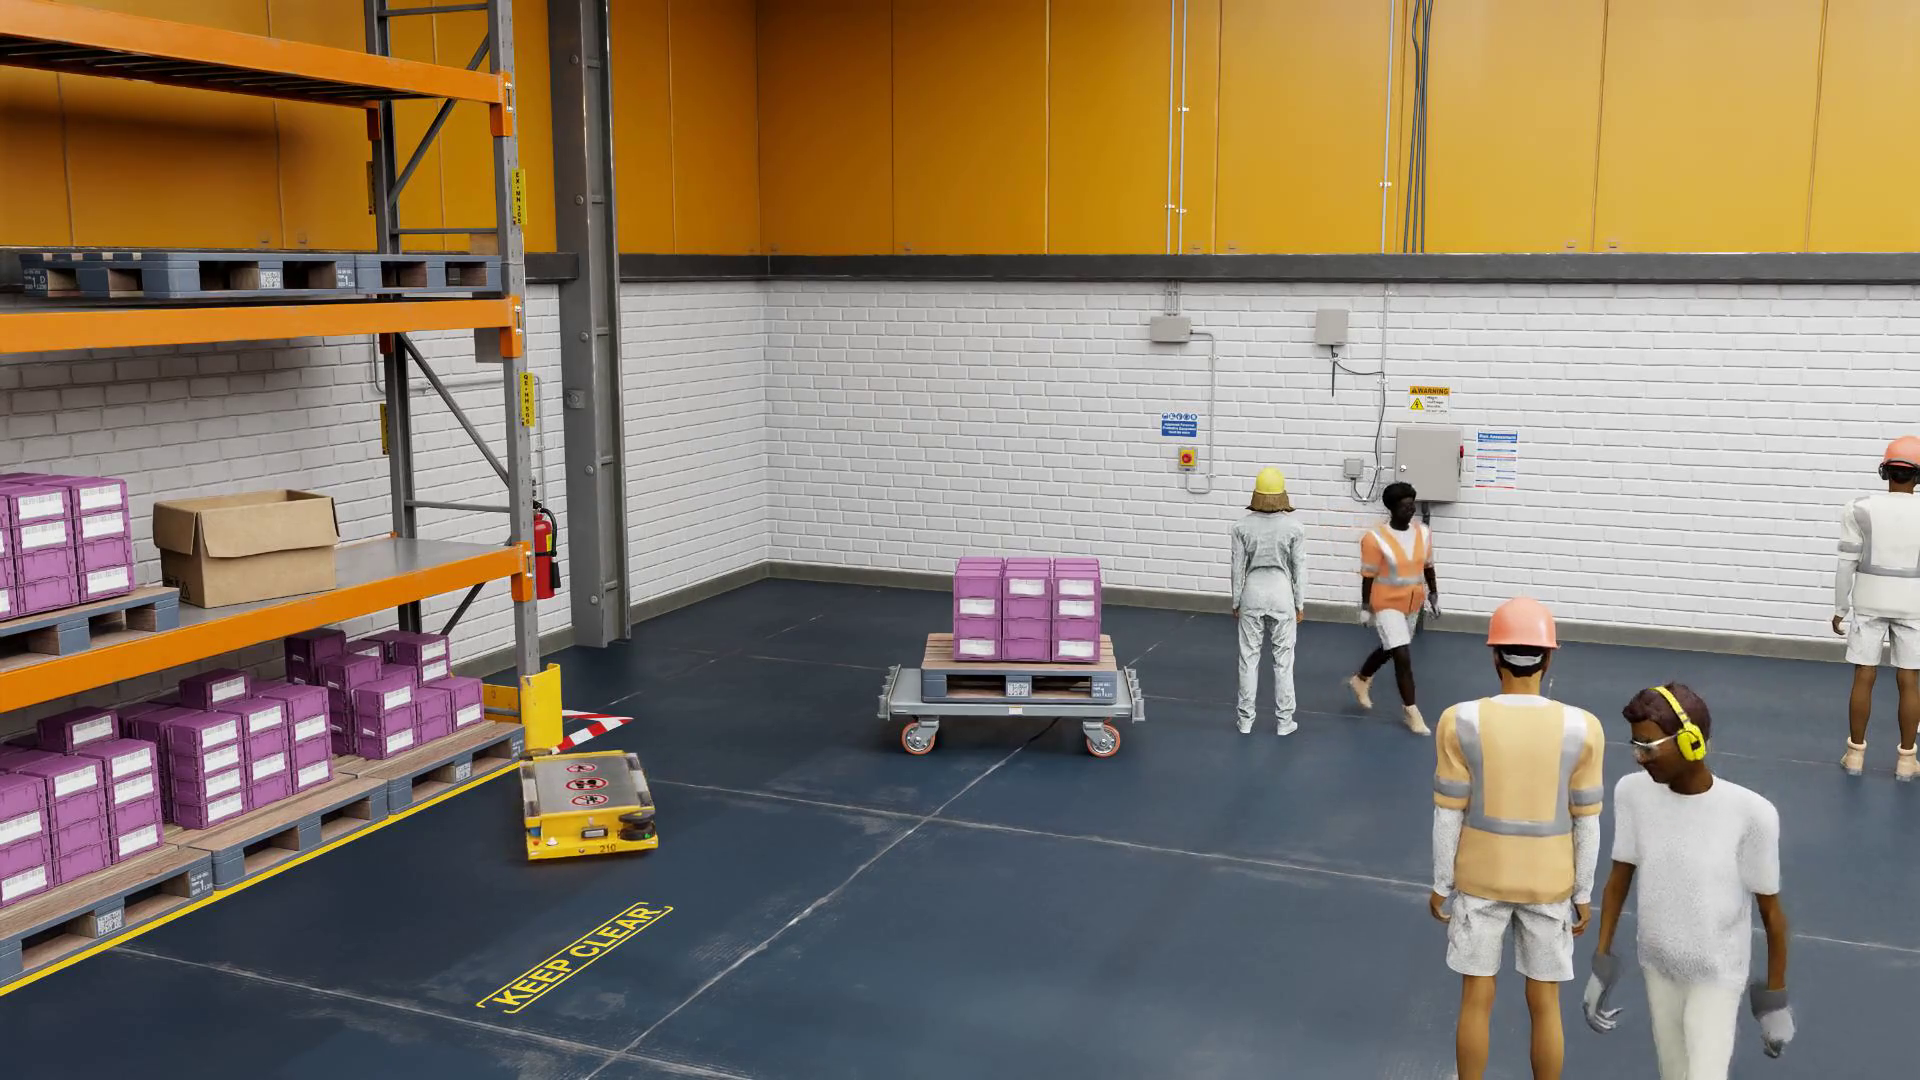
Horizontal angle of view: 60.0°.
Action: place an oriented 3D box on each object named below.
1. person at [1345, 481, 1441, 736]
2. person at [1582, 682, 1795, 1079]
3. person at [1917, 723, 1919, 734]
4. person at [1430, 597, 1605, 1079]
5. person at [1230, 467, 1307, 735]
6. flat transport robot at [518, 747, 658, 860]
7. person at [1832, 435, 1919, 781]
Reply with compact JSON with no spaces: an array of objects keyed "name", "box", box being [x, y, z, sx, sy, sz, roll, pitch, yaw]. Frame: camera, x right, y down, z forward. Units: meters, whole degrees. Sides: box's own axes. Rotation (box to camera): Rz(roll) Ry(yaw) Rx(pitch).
[{"name":"person","box":[2.847,0.405,11.017,0.576,1.657,0.836,-4,10,-23]},{"name":"person","box":[2.121,1.329,4.919,0.826,1.819,0.541,-7,11,-35]},{"name":"person","box":[6.384,0.458,10.717,0.512,1.642,0.311,-3,10,-16]},{"name":"person","box":[1.877,1.149,5.663,0.543,1.928,0.371,2,10,14]},{"name":"person","box":[1.995,0.396,10.776,0.487,1.746,0.289,3,10,15]},{"name":"flat transport robot","box":[-2.062,1.406,9.116,0.652,0.197,1.431,-3,10,-16]},{"name":"person","box":[5.521,0.398,9.863,0.615,2.040,0.391,5,11,29]}]
